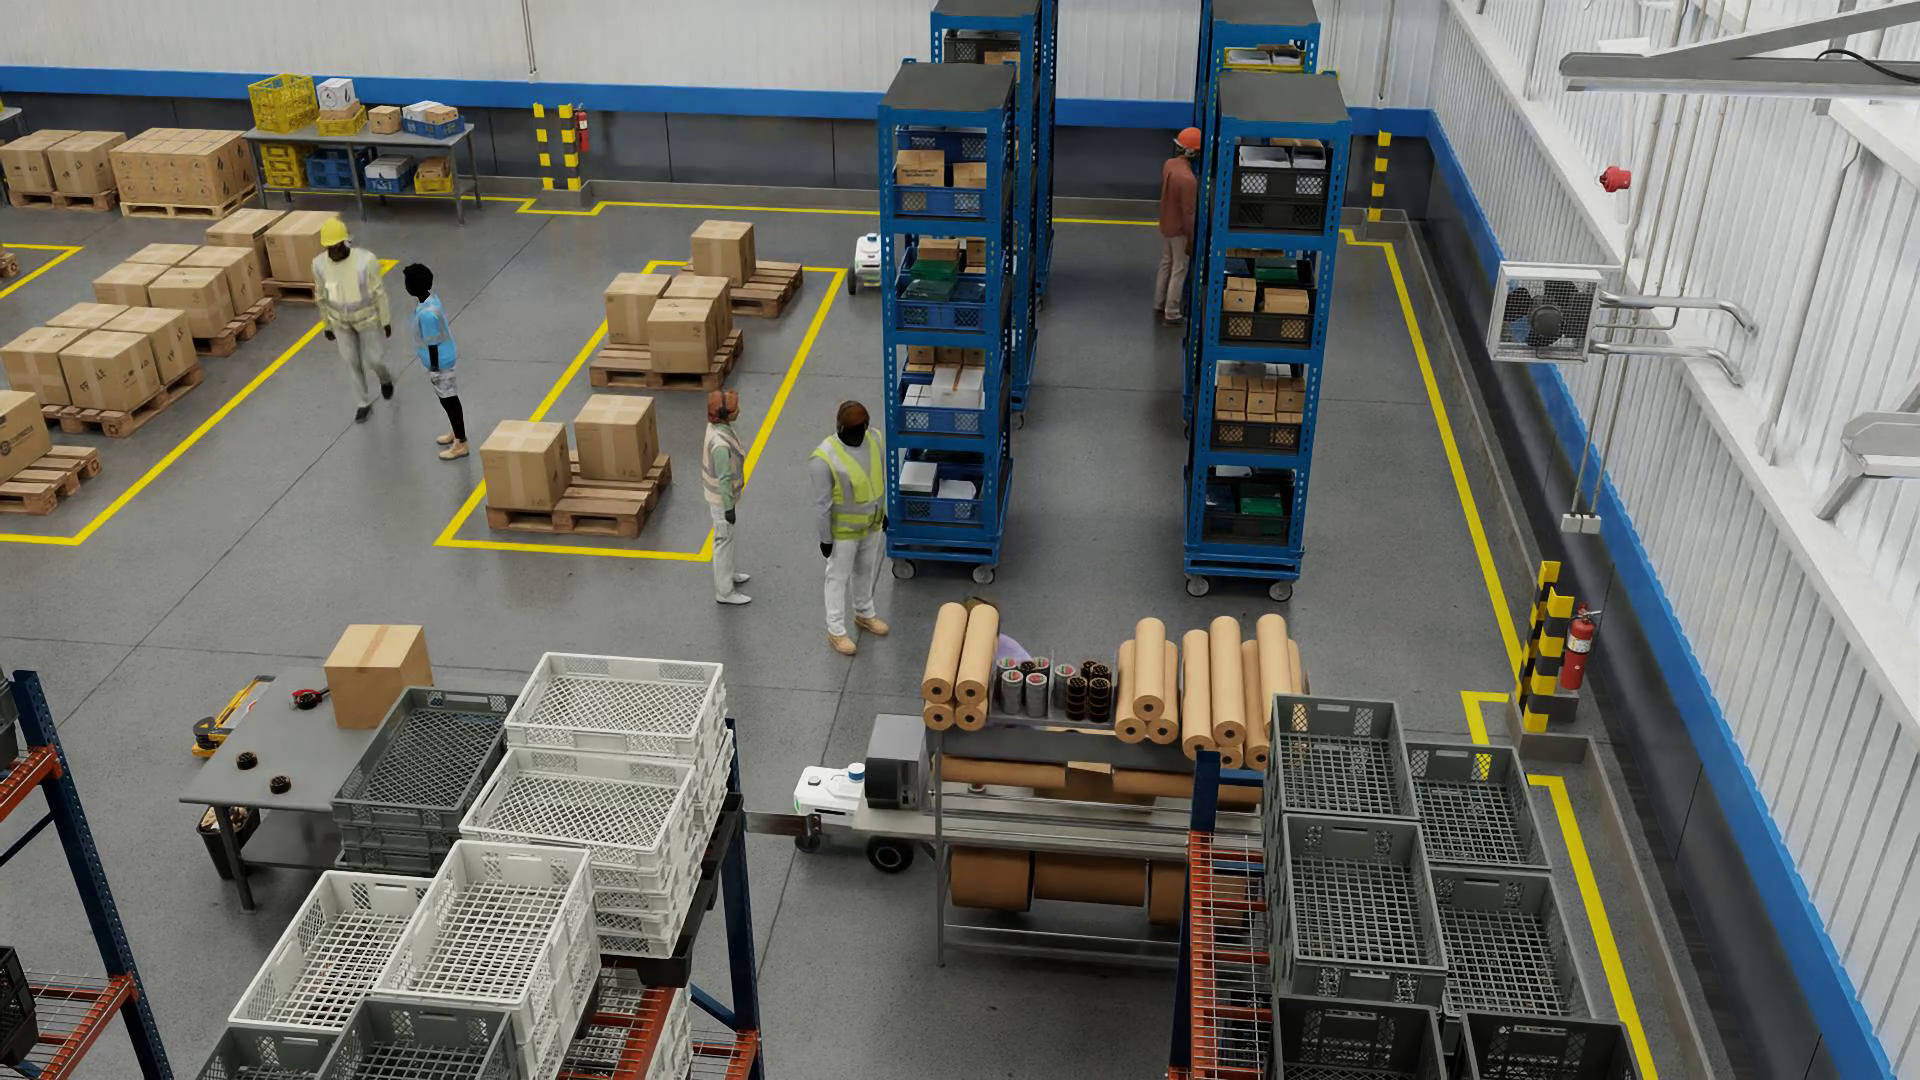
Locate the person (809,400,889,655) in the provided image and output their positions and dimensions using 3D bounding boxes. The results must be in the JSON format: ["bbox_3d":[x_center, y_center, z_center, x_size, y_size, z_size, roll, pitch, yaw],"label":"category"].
[{"bbox_3d":[-0.713,-0.107,11.284,0.429,1.837,0.633,25,38,35],"label":"person"}]

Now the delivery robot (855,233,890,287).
[{"bbox_3d":[-0.914,-2.955,17.352,0.477,0.478,0.707,0,30,0],"label":"delivery robot"}]

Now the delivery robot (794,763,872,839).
[{"bbox_3d":[-0.595,1.516,9.673,0.707,0.478,0.477,5,31,9],"label":"delivery robot"}]

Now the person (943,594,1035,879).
[{"bbox_3d":[0.132,1.105,9.118,0.630,1.930,0.375,18,35,29],"label":"person"}]

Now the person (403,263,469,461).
[{"bbox_3d":[-4.343,-1.496,13.816,0.322,1.691,0.534,-9,31,-15],"label":"person"}]

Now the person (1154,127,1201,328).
[{"bbox_3d":[2.146,-3.031,16.172,0.410,1.980,0.626,-8,31,-14],"label":"person"}]

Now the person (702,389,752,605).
[{"bbox_3d":[-1.669,-0.315,11.845,0.315,1.632,0.520,-5,31,-8],"label":"person"}]

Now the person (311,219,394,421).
[{"bbox_3d":[-5.256,-1.937,14.448,0.609,1.814,0.472,-1,30,-2],"label":"person"}]
